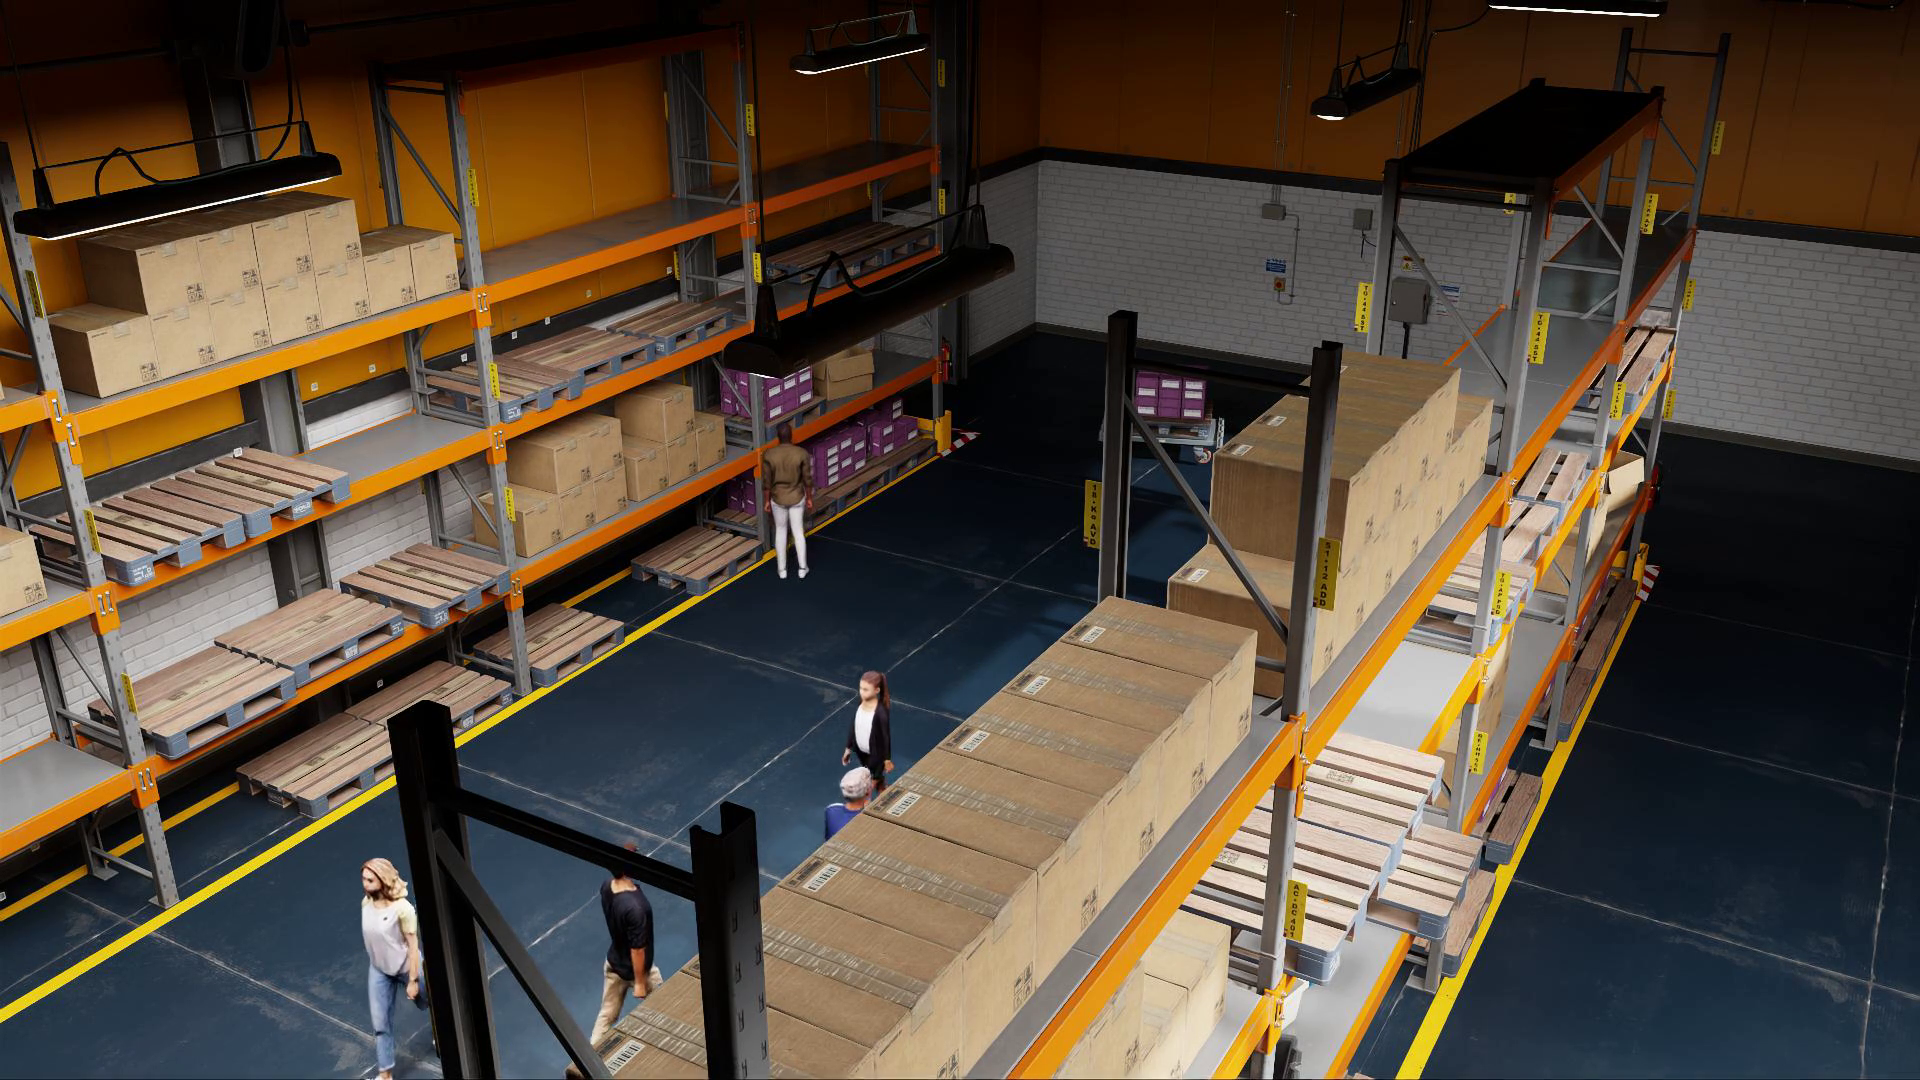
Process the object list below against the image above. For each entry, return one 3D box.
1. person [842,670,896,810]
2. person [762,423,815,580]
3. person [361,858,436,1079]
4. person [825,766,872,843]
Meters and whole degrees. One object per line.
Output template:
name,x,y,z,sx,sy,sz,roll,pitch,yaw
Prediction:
person,-0.667,1.763,13.959,0.966,1.527,0.731,-18,29,-35
person,-1.928,-0.447,18.641,0.802,1.825,0.801,-2,24,-4
person,-3.728,2.861,11.253,0.742,1.682,1.168,10,25,21
person,-0.817,2.497,11.920,0.705,1.815,0.753,17,29,33
